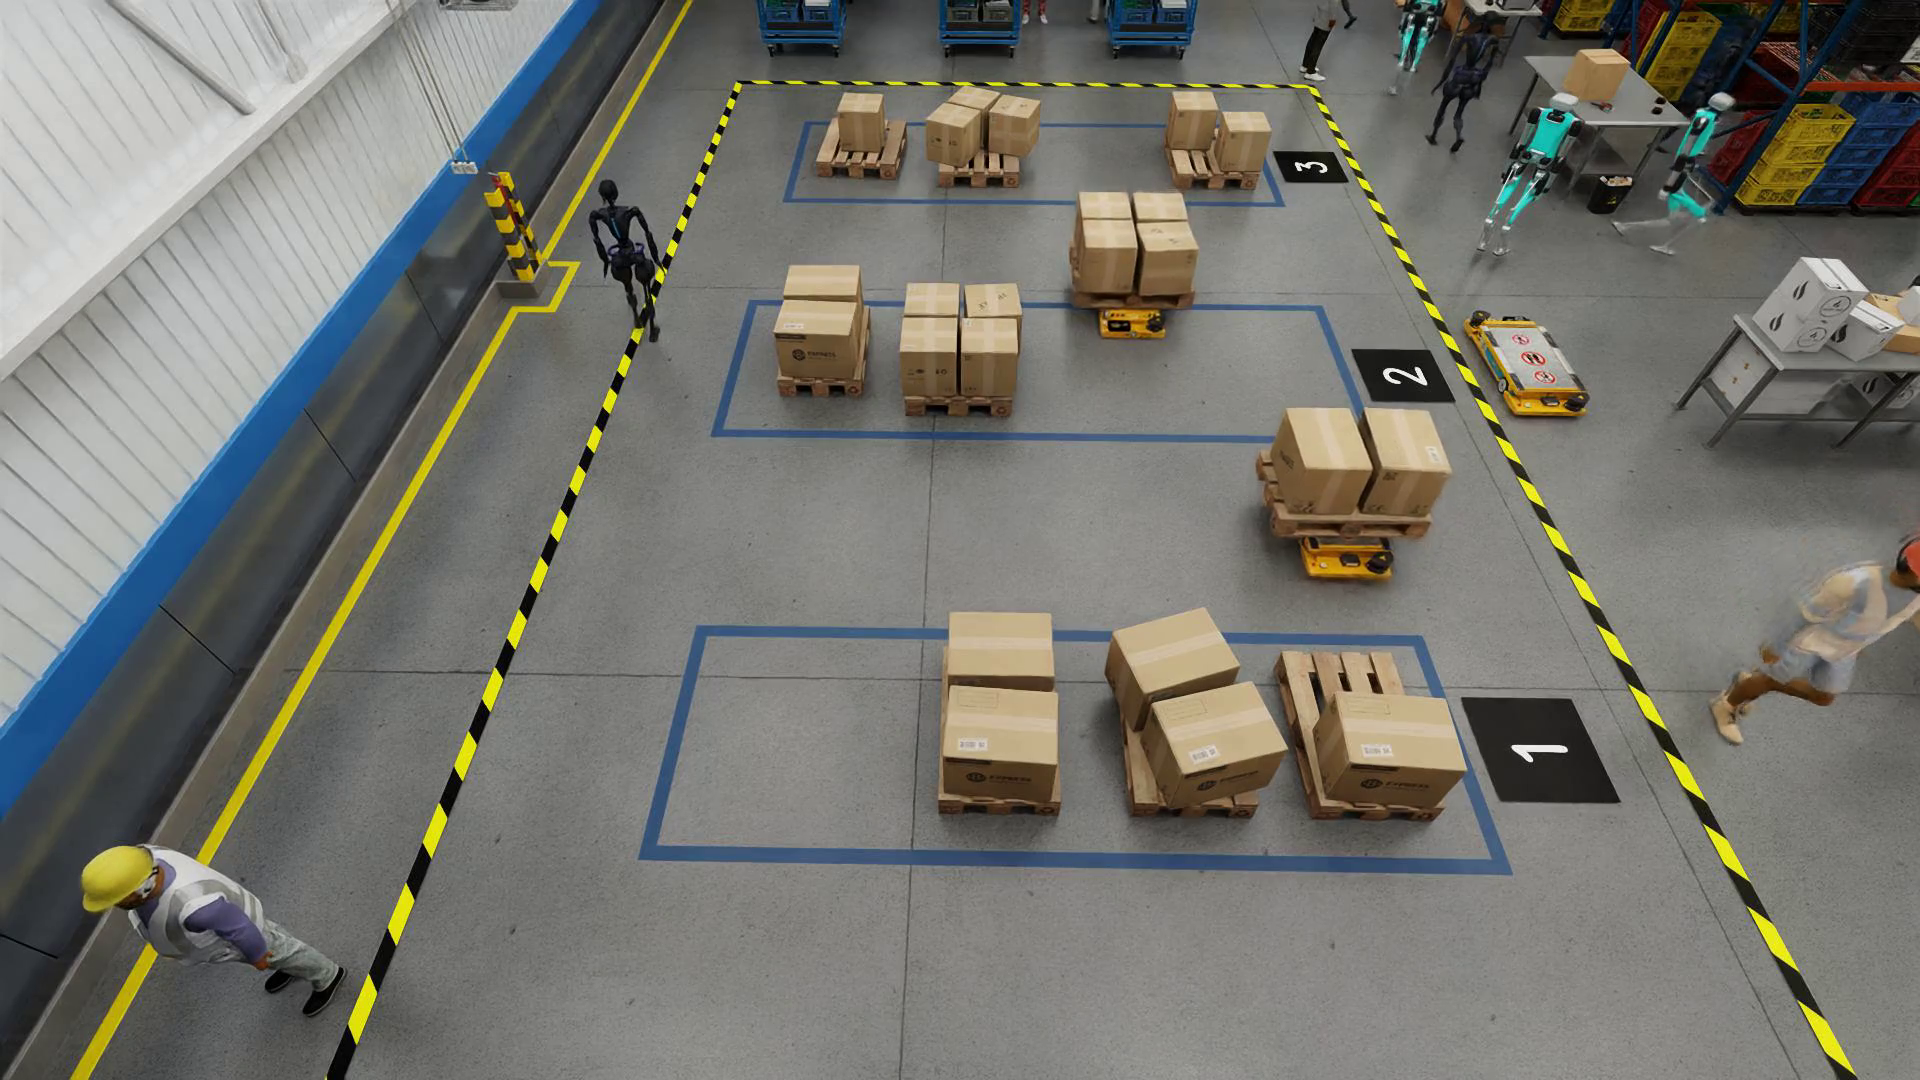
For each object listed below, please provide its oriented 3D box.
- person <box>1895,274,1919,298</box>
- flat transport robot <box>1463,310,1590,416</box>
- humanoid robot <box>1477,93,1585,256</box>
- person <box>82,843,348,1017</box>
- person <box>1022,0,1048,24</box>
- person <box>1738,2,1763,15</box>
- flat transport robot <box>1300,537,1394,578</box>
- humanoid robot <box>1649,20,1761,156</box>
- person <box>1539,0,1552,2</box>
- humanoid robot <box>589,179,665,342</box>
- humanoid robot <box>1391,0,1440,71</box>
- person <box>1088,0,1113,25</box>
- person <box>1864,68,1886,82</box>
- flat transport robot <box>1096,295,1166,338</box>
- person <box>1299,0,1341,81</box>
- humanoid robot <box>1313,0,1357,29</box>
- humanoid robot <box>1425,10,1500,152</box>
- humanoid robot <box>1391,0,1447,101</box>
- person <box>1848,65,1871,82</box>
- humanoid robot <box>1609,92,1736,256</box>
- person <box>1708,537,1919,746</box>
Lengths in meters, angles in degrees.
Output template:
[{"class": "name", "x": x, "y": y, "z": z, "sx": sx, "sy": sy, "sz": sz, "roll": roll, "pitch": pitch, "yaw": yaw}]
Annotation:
[{"class": "person", "x": 10.362, "y": -3.165, "z": 9.240, "sx": 0.333, "sy": 1.837, "sz": 0.506, "roll": -26, "pitch": 54, "yaw": -21}, {"class": "flat transport robot", "x": 5.573, "y": -1.757, "z": 9.054, "sx": 0.659, "sy": 0.231, "sz": 1.431, "roll": 1, "pitch": 49, "yaw": 1}, {"class": "humanoid robot", "x": 5.981, "y": -3.817, "z": 9.778, "sx": 0.735, "sy": 1.675, "sz": 0.533, "roll": -37, "pitch": 58, "yaw": -27}, {"class": "person", "x": -3.830, "y": 2.020, "z": 4.749, "sx": 0.585, "sy": 1.834, "sz": 0.404, "roll": 21, "pitch": 52, "yaw": 17}, {"class": "person", "x": 1.231, "y": -9.178, "z": 14.392, "sx": 0.613, "sy": 1.910, "sz": 0.408, "roll": -3, "pitch": 49, "yaw": -3}, {"class": "person", "x": 13.153, "y": -9.431, "z": 14.531, "sx": 0.604, "sy": 2.035, "sz": 0.389, "roll": -28, "pitch": 55, "yaw": -22}, {"class": "flat transport robot", "x": 3.139, "y": -0.292, "z": 7.767, "sx": 0.652, "sy": 0.197, "sz": 1.431, "roll": 1, "pitch": 49, "yaw": 1}, {"class": "humanoid robot", "x": 9.460, "y": -5.619, "z": 11.480, "sx": 0.616, "sy": 1.625, "sz": 0.714, "roll": -35, "pitch": 58, "yaw": -27}, {"class": "person", "x": 9.650, "y": -9.745, "z": 15.014, "sx": 0.840, "sy": 1.702, "sz": 0.478, "roll": 8, "pitch": 50, "yaw": 7}, {"class": "humanoid robot", "x": -3.232, "y": -2.733, "z": 8.968, "sx": 0.599, "sy": 1.644, "sz": 0.453, "roll": -6, "pitch": 49, "yaw": -6}, {"class": "humanoid robot", "x": 6.708, "y": -7.745, "z": 13.311, "sx": 0.610, "sy": 1.640, "sz": 0.589, "roll": -29, "pitch": 55, "yaw": -23}, {"class": "person", "x": 2.304, "y": -9.128, "z": 14.400, "sx": 0.563, "sy": 1.838, "sz": 0.382, "roll": -9, "pitch": 50, "yaw": -7}, {"class": "person", "x": 13.658, "y": -7.527, "z": 12.945, "sx": 0.551, "sy": 1.936, "sz": 0.354, "roll": -12, "pitch": 50, "yaw": -10}, {"class": "flat transport robot", "x": 1.793, "y": -2.676, "z": 9.831, "sx": 0.652, "sy": 0.197, "sz": 1.431, "roll": 1, "pitch": 49, "yaw": 1}, {"class": "person", "x": 5.269, "y": -7.550, "z": 13.021, "sx": 0.385, "sy": 1.850, "sz": 0.599, "roll": 0, "pitch": 49, "yaw": 0}, {"class": "humanoid robot", "x": 6.056, "y": -8.914, "z": 14.333, "sx": 0.590, "sy": 1.637, "sz": 0.660, "roll": -28, "pitch": 55, "yaw": -22}, {"class": "humanoid robot", "x": 6.381, "y": -5.779, "z": 11.614, "sx": 0.612, "sy": 1.638, "sz": 0.585, "roll": 0, "pitch": 49, "yaw": 0}, {"class": "humanoid robot", "x": 6.258, "y": -6.956, "z": 12.633, "sx": 0.562, "sy": 1.851, "sz": 0.765, "roll": 21, "pitch": 52, "yaw": 17}, {"class": "person", "x": 12.964, "y": -7.438, "z": 12.973, "sx": 0.635, "sy": 1.778, "sz": 0.962, "roll": -2, "pitch": 49, "yaw": -2}, {"class": "humanoid robot", "x": 7.894, "y": -3.872, "z": 9.907, "sx": 1.022, "sy": 1.736, "sz": 0.543, "roll": 36, "pitch": 58, "yaw": 27}, {"class": "person", "x": 5.483, "y": 0.675, "z": 5.786, "sx": 0.637, "sy": 2.023, "sz": 0.442, "roll": 1, "pitch": 49, "yaw": 1}]
